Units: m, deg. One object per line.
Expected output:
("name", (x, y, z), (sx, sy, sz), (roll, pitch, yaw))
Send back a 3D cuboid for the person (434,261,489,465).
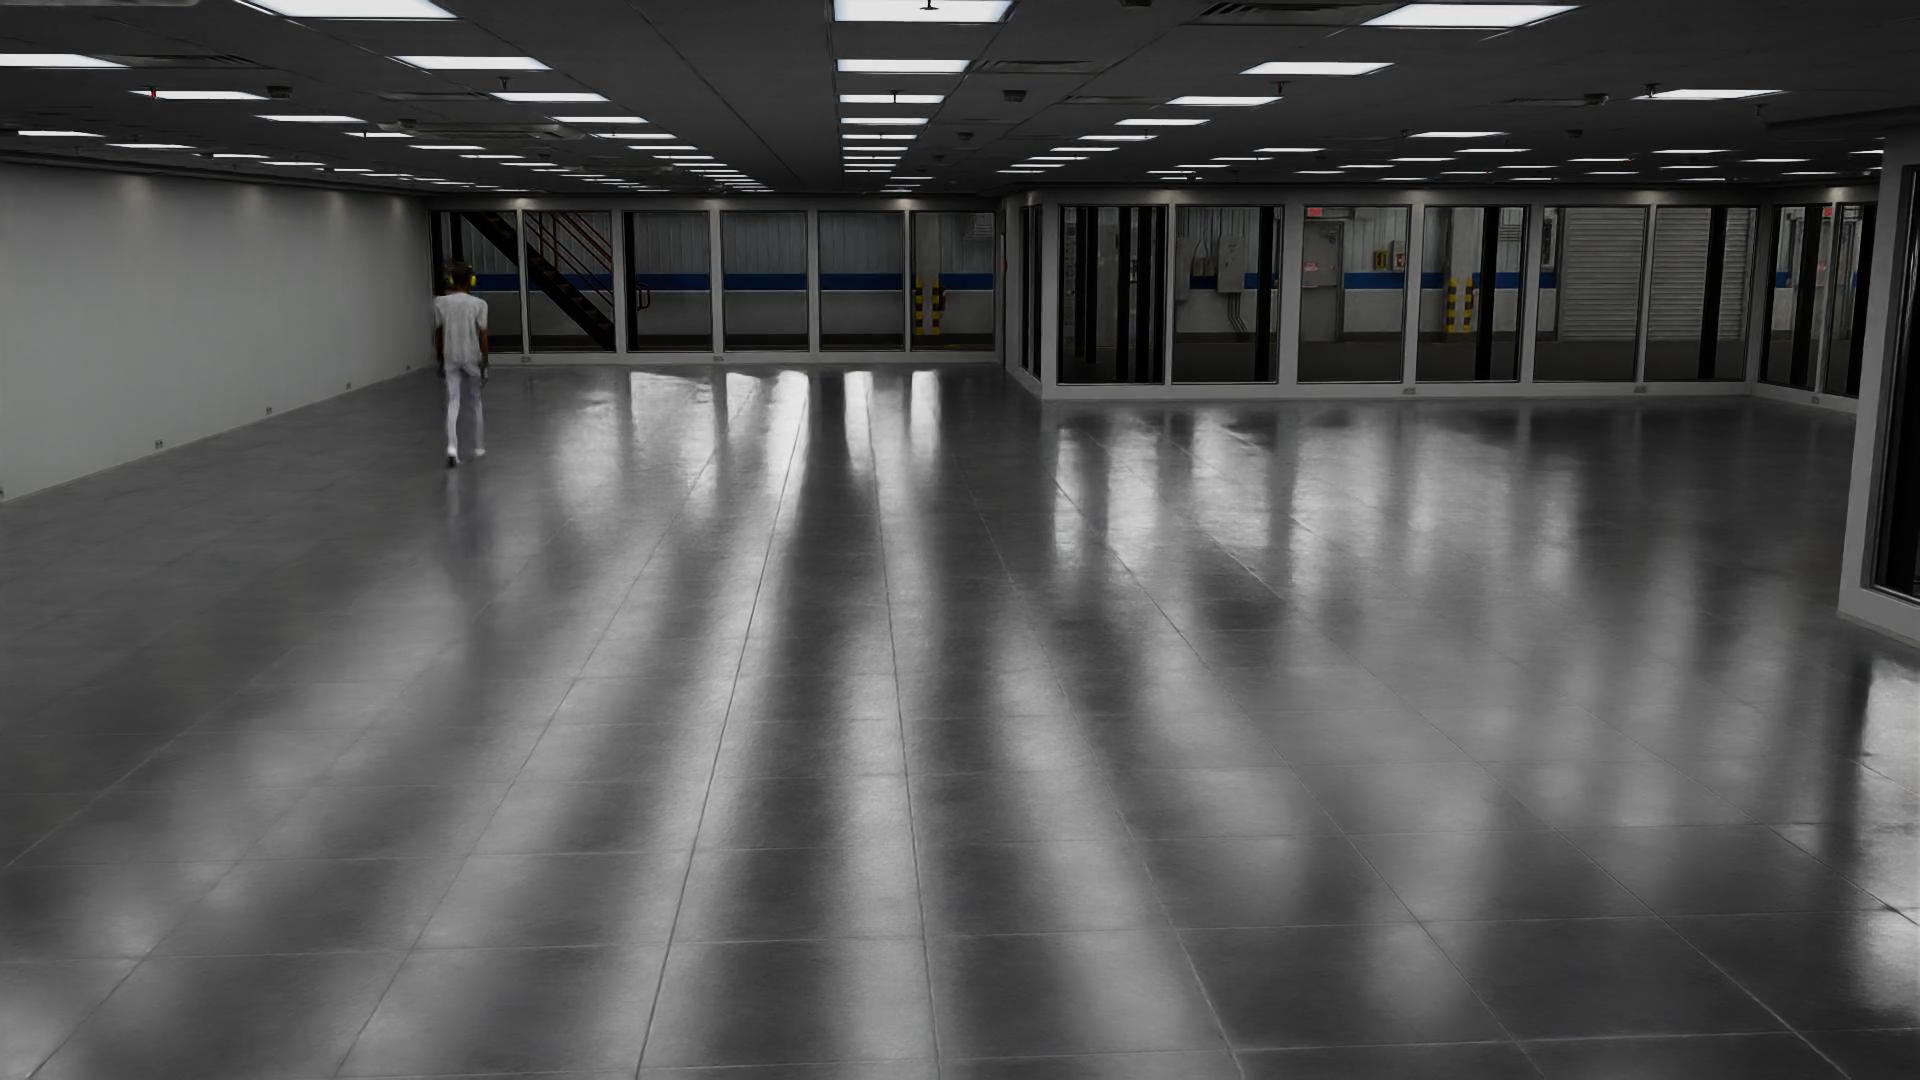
("person", (-4.531, -1.605, 15.087), (0.538, 1.831, 0.971), (-1, 11, -7))
